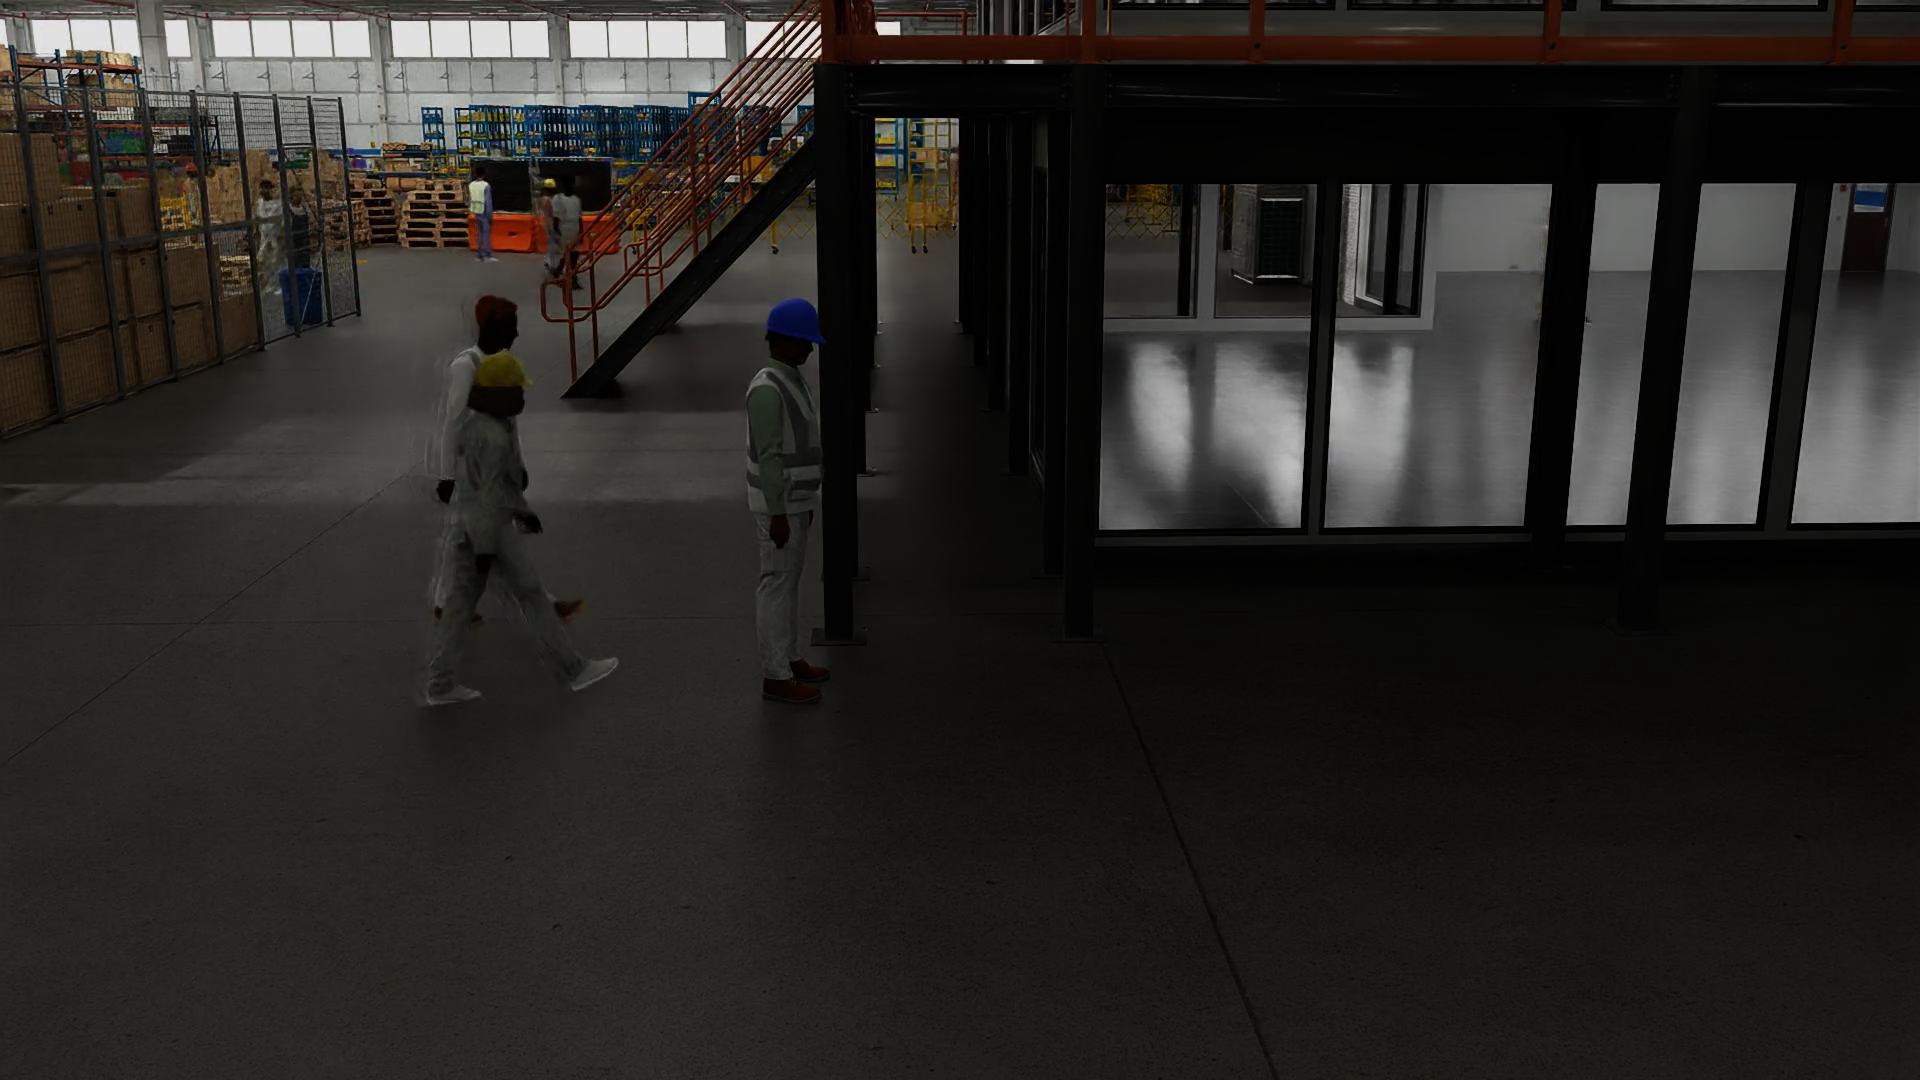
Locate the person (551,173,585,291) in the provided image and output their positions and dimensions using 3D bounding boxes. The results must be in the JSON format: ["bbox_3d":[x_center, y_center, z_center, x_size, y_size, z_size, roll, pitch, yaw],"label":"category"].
[{"bbox_3d":[-6.517,-5.110,27.633,0.476,1.950,0.642,10,17,35],"label":"person"}]

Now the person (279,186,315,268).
[{"bbox_3d":[-9.871,-4.354,24.845,0.344,1.841,0.504,7,16,27],"label":"person"}]

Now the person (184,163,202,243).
[{"bbox_3d":[-16.242,-7.001,35.269,0.441,1.945,0.556,-5,15,-20],"label":"person"}]

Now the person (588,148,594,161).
[{"bbox_3d":[-15.437,-15.548,69.731,0.305,1.771,0.525,-1,14,-4],"label":"person"}]

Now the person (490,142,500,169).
[{"bbox_3d":[-21.214,-17.166,75.861,0.443,1.932,0.637,6,15,23],"label":"person"}]

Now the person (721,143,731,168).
[{"bbox_3d":[-11.907,-19.449,85.269,0.812,1.789,0.622,-6,15,-23],"label":"person"}]

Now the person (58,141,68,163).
[{"bbox_3d":[-40.123,-16.827,74.380,0.379,1.996,0.608,4,15,17],"label":"person"}]

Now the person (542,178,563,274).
[{"bbox_3d":[-7.550,-5.814,30.838,0.357,1.752,0.556,0,14,2],"label":"person"}]

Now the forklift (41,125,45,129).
[{"bbox_3d":[-37.677,-15.643,67.854,1.129,2.768,1.873,-1,14,-2],"label":"forklift"}]

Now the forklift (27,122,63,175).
[{"bbox_3d":[-35.376,-14.773,64.377,1.129,2.768,1.873,-1,14,-2],"label":"forklift"}]

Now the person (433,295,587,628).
[{"bbox_3d":[-2.494,-0.401,9.052,0.968,1.833,0.596,1,14,2],"label":"person"}]

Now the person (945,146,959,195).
[{"bbox_3d":[-0.303,-14.426,65.039,0.692,1.868,0.909,-10,17,-34],"label":"person"}]

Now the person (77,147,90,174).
[{"bbox_3d":[-39.917,-17.035,75.774,0.537,1.705,0.926,-6,15,-22],"label":"person"}]

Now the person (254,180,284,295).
[{"bbox_3d":[-11.215,-4.882,26.934,0.562,1.851,0.572,3,14,10],"label":"person"}]

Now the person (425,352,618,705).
[{"bbox_3d":[-2.162,-0.048,7.936,0.920,1.692,0.500,-8,16,-30],"label":"person"}]

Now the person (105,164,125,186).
[{"bbox_3d":[-24.430,-10.087,48.229,0.528,1.595,0.801,-1,14,-3],"label":"person"}]

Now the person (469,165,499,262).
[{"bbox_3d":[-9.684,-6.599,33.666,0.594,1.917,0.385,10,17,34],"label":"person"}]

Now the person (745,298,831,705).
[{"bbox_3d":[-0.829,-0.190,8.000,0.396,1.940,0.601,1,14,5],"label":"person"}]
